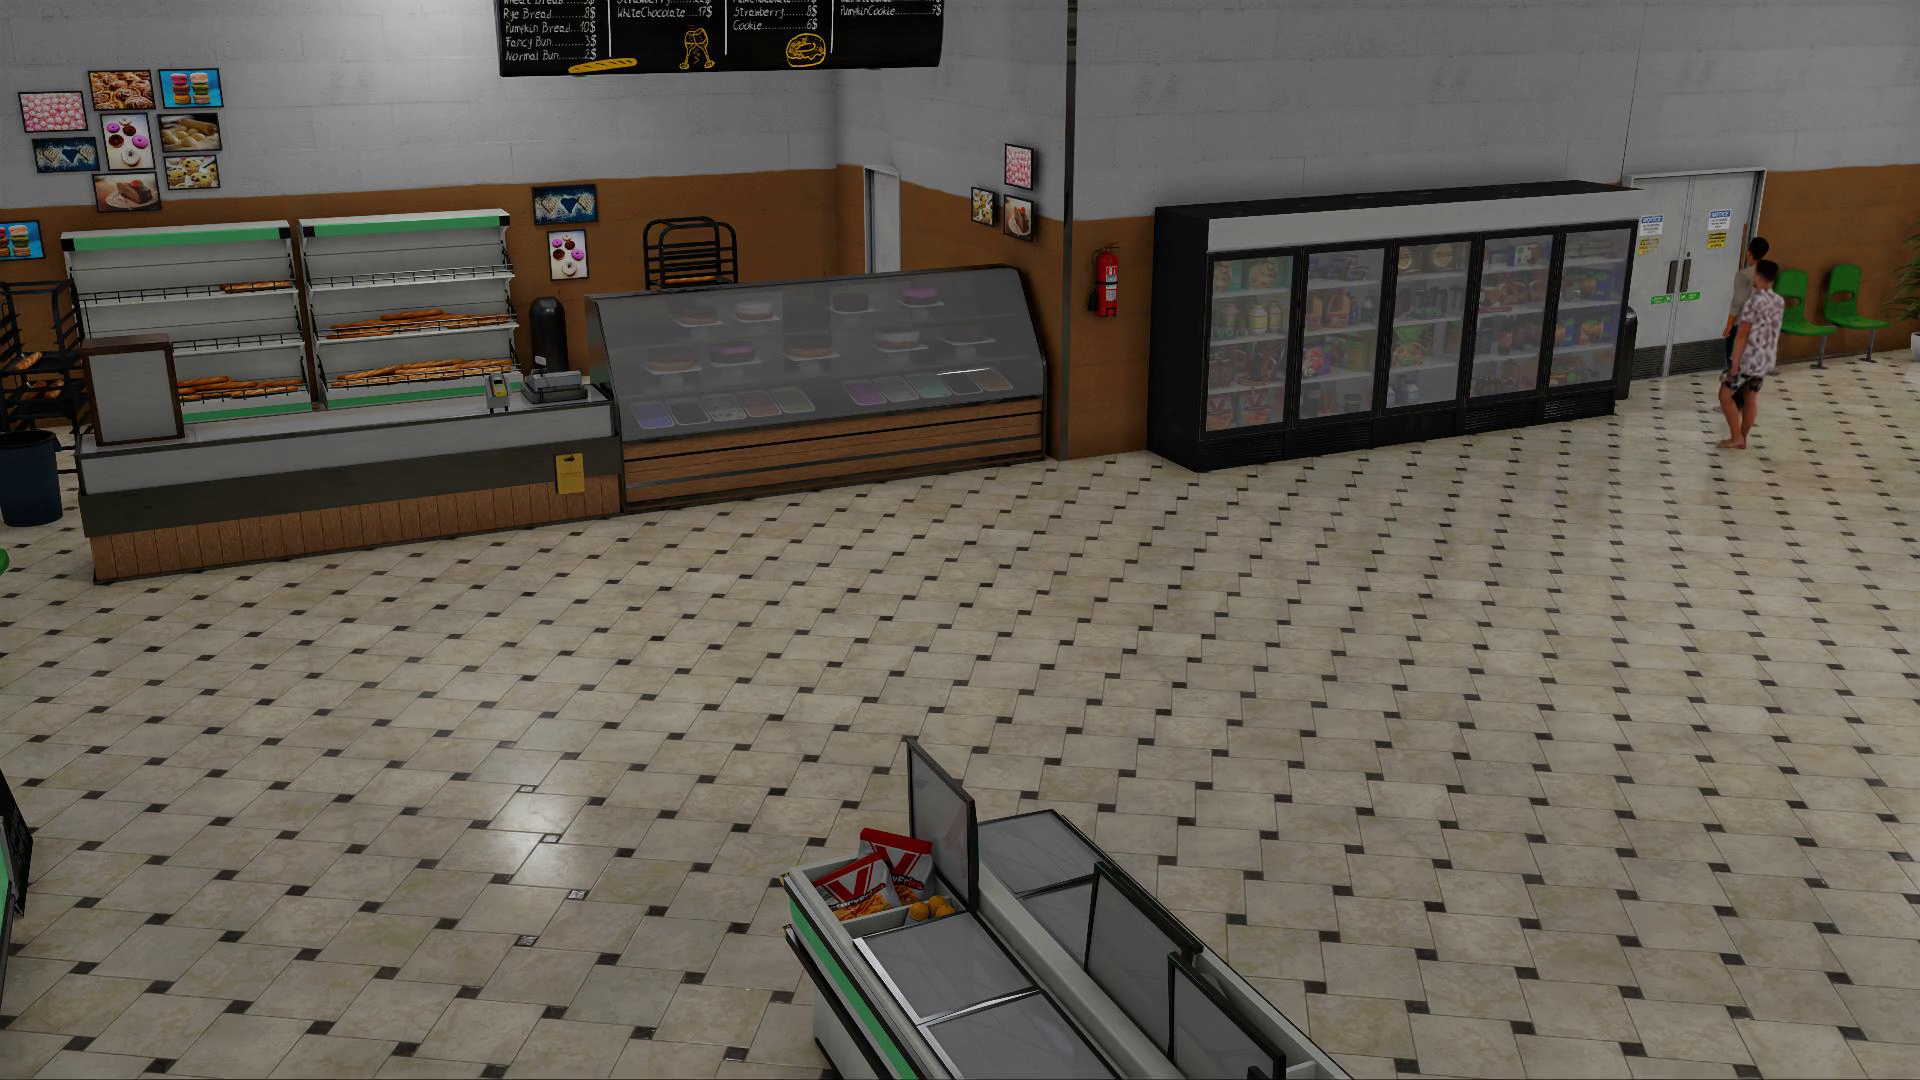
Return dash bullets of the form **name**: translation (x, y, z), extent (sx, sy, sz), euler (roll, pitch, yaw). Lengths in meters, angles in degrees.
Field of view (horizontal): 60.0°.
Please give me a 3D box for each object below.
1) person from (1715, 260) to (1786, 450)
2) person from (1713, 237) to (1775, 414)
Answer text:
- **person**: translation (7.495, -1.713, 15.621), extent (0.686, 1.811, 0.640), euler (-8, 20, -22)
- **person**: translation (8.070, -2.196, 17.052), extent (0.664, 1.812, 0.540), euler (-7, 20, -21)
